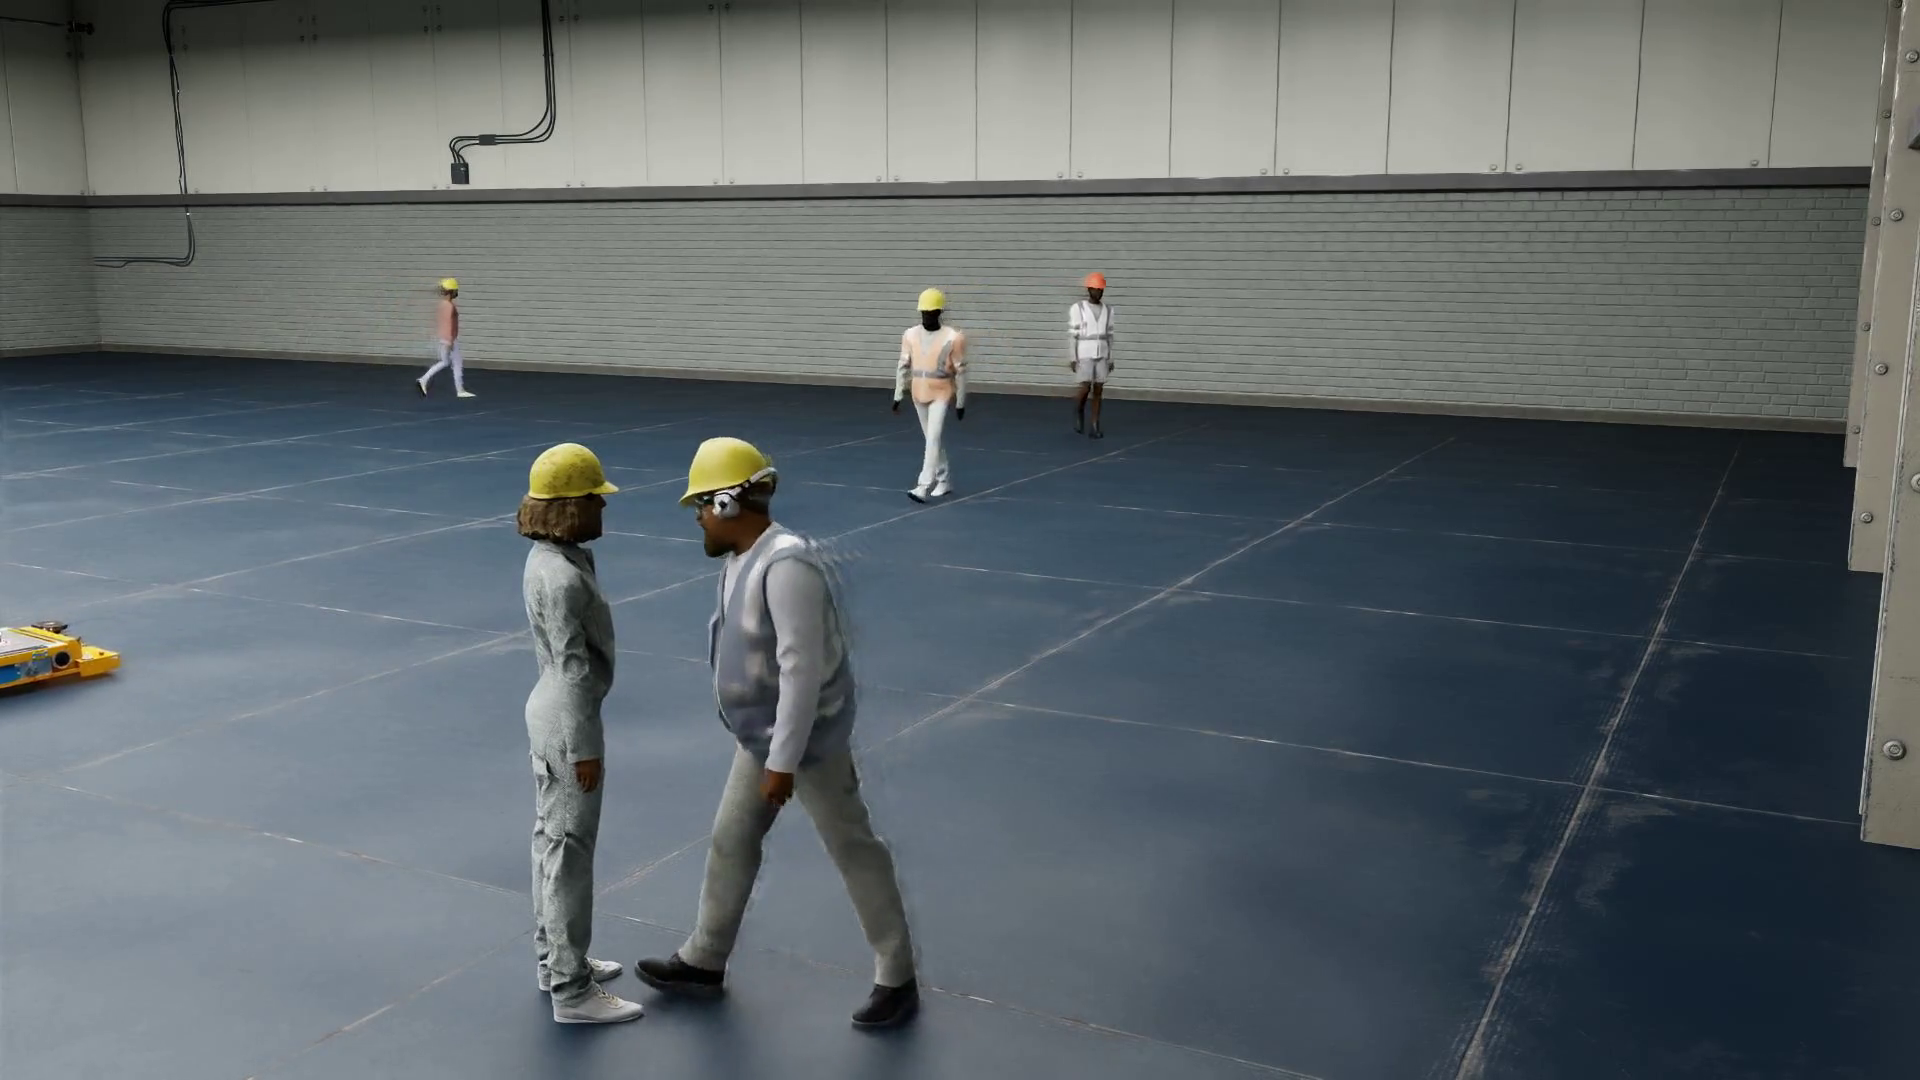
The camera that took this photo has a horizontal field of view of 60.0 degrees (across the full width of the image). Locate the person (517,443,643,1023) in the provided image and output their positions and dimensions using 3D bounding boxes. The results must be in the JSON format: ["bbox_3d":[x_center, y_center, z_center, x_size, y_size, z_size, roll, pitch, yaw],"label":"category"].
[{"bbox_3d":[-1.150,0.576,5.019,0.303,1.745,0.491,-4,11,-21],"label":"person"}]

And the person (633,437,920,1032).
[{"bbox_3d":[-0.527,0.580,4.965,0.804,1.762,0.651,-5,11,-24],"label":"person"}]

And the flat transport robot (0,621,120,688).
[{"bbox_3d":[-5.189,0.667,8.535,0.652,0.197,1.431,7,13,35],"label":"flat transport robot"}]

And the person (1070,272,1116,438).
[{"bbox_3d":[1.551,-2.146,19.347,0.564,1.927,0.421,-4,11,-20],"label":"person"}]

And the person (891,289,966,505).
[{"bbox_3d":[-0.280,-1.267,14.711,0.596,1.873,0.998,6,12,29],"label":"person"}]

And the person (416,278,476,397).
[{"bbox_3d":[-7.476,-2.919,24.074,0.738,1.742,0.529,-6,12,-28],"label":"person"}]
